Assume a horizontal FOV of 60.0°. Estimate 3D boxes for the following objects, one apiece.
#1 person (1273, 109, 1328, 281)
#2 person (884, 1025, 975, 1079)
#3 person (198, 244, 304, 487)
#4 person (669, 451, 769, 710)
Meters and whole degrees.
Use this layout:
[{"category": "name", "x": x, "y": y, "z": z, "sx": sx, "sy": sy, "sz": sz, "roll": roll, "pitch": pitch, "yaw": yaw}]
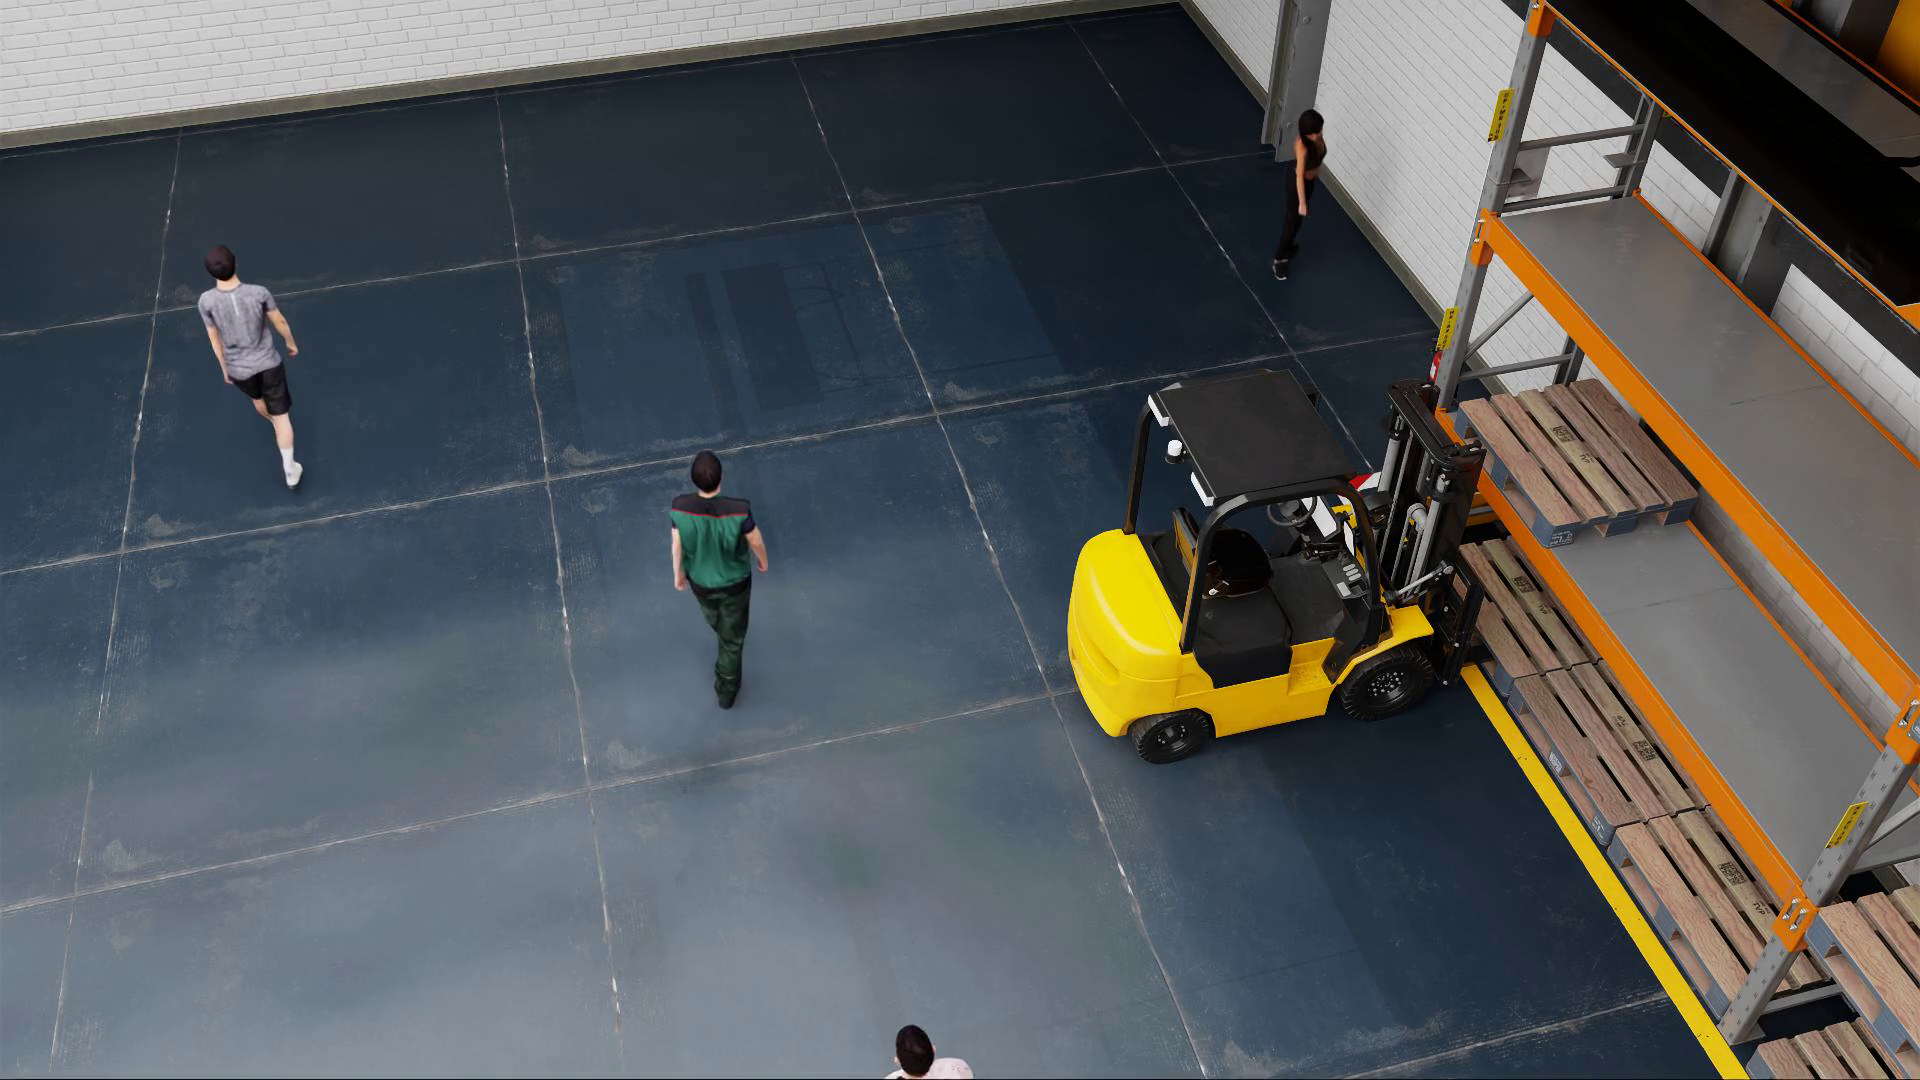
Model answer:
[{"category": "person", "x": 2.842, "y": -2.975, "z": 13.904, "sx": 0.829, "sy": 1.601, "sz": 0.743, "roll": 10, "pitch": 44, "yaw": 10}, {"category": "person", "x": -0.157, "y": 2.860, "z": 7.701, "sx": 0.808, "sy": 1.708, "sz": 1.084, "roll": -18, "pitch": 47, "yaw": -18}, {"category": "person", "x": -5.026, "y": -1.198, "z": 11.876, "sx": 0.666, "sy": 1.825, "sz": 1.164, "roll": -11, "pitch": 45, "yaw": -11}, {"category": "person", "x": -1.502, "y": 0.298, "z": 10.274, "sx": 0.970, "sy": 1.868, "sz": 1.198, "roll": 4, "pitch": 44, "yaw": 4}]
